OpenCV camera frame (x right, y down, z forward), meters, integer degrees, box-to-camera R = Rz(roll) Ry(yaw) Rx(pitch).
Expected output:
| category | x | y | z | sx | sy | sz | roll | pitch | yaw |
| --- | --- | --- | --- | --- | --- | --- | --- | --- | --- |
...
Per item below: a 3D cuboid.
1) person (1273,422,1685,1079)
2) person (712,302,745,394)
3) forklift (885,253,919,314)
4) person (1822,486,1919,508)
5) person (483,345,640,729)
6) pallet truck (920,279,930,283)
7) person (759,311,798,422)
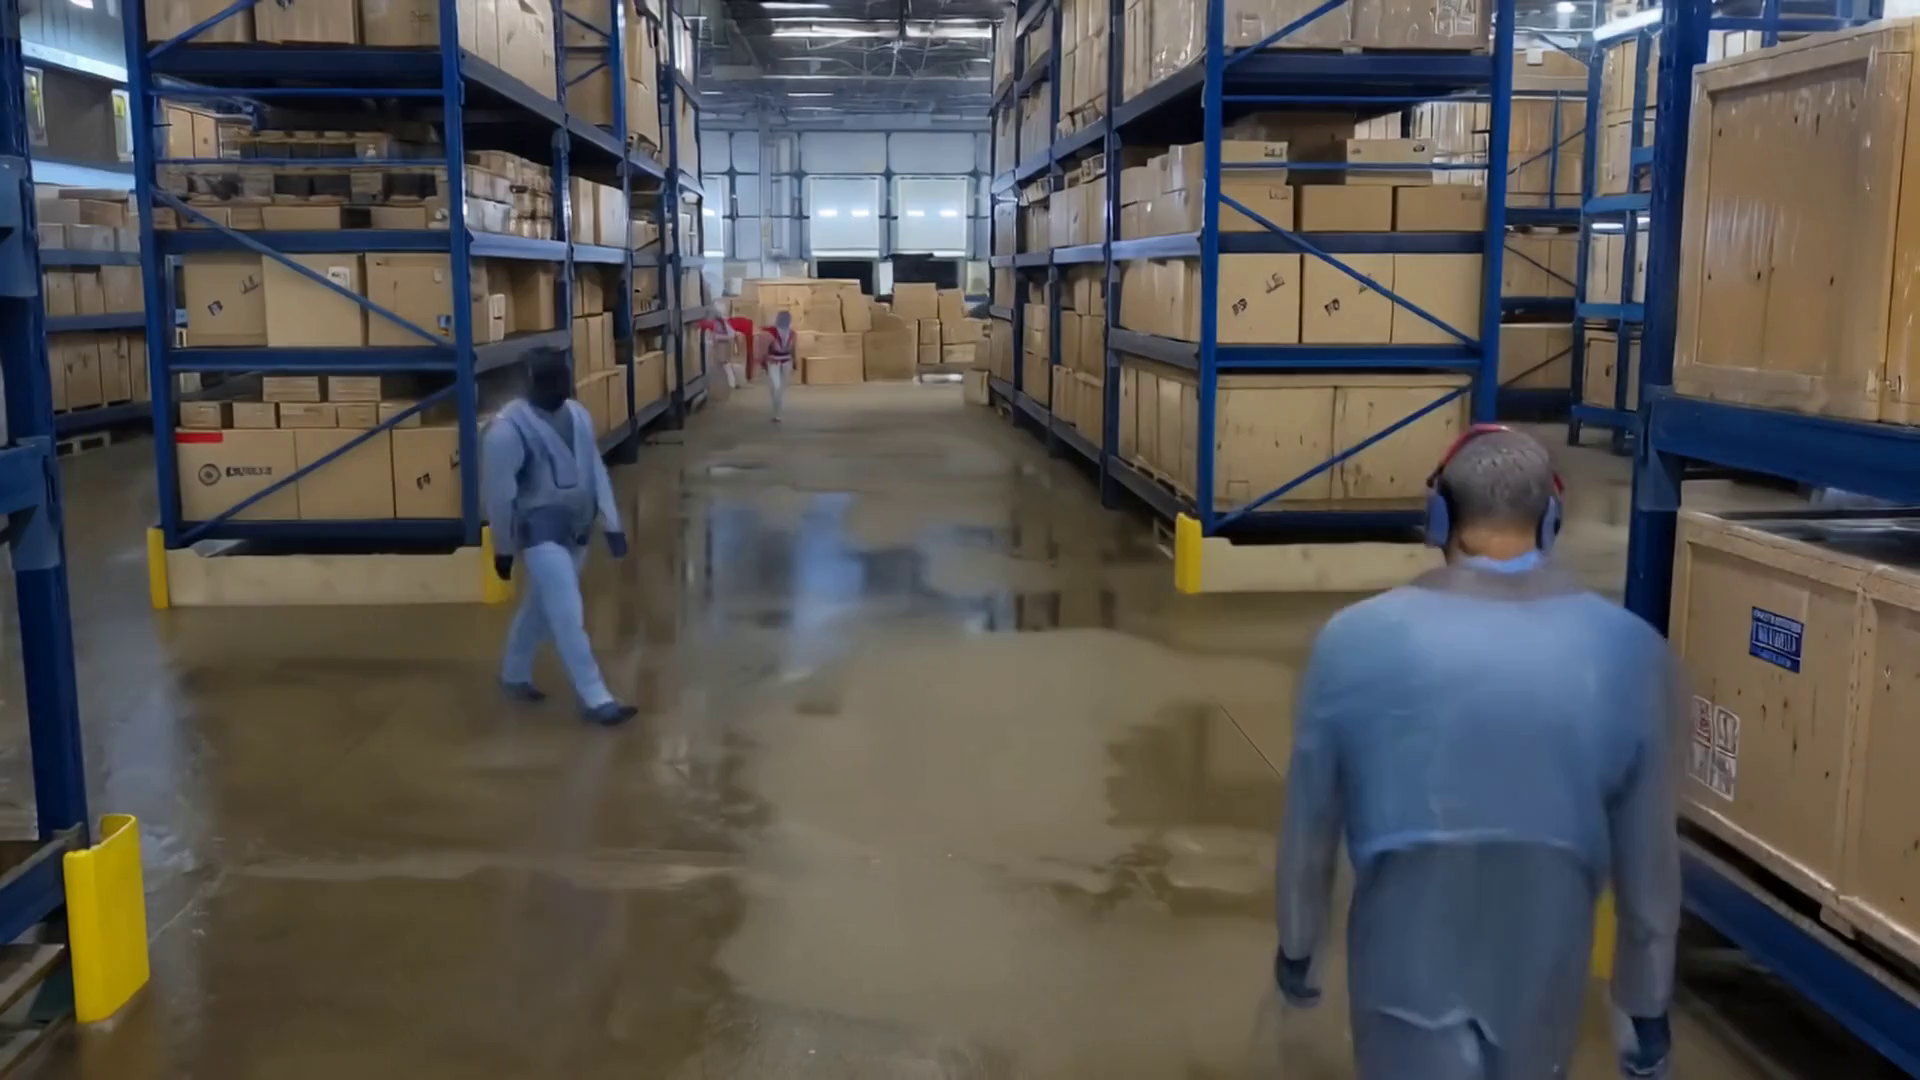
| category | x | y | z | sx | sy | sz | roll | pitch | yaw |
| --- | --- | --- | --- | --- | --- | --- | --- | --- | --- |
| person | 0.906 | 0.728 | 2.949 | 0.672 | 1.869 | 0.973 | 1 | 9 | 4 |
| person | -4.283 | -3.453 | 29.863 | 0.881 | 1.645 | 0.579 | 4 | 10 | 25 |
| forklift | -1.788 | -7.999 | 54.557 | 1.129 | 2.768 | 1.873 | -6 | 11 | -32 |
| person | 3.179 | 0.313 | 5.971 | 0.693 | 1.722 | 0.493 | -1 | 9 | -6 |
| person | -1.920 | -0.025 | 7.904 | 0.955 | 1.799 | 0.633 | 4 | 10 | 26 |
| pallet truck | -0.932 | -8.922 | 63.114 | 1.885 | 1.965 | 0.823 | 2 | 9 | 13 |
| person | -2.573 | -2.479 | 23.879 | 0.547 | 1.596 | 0.799 | -5 | 10 | -30 |
